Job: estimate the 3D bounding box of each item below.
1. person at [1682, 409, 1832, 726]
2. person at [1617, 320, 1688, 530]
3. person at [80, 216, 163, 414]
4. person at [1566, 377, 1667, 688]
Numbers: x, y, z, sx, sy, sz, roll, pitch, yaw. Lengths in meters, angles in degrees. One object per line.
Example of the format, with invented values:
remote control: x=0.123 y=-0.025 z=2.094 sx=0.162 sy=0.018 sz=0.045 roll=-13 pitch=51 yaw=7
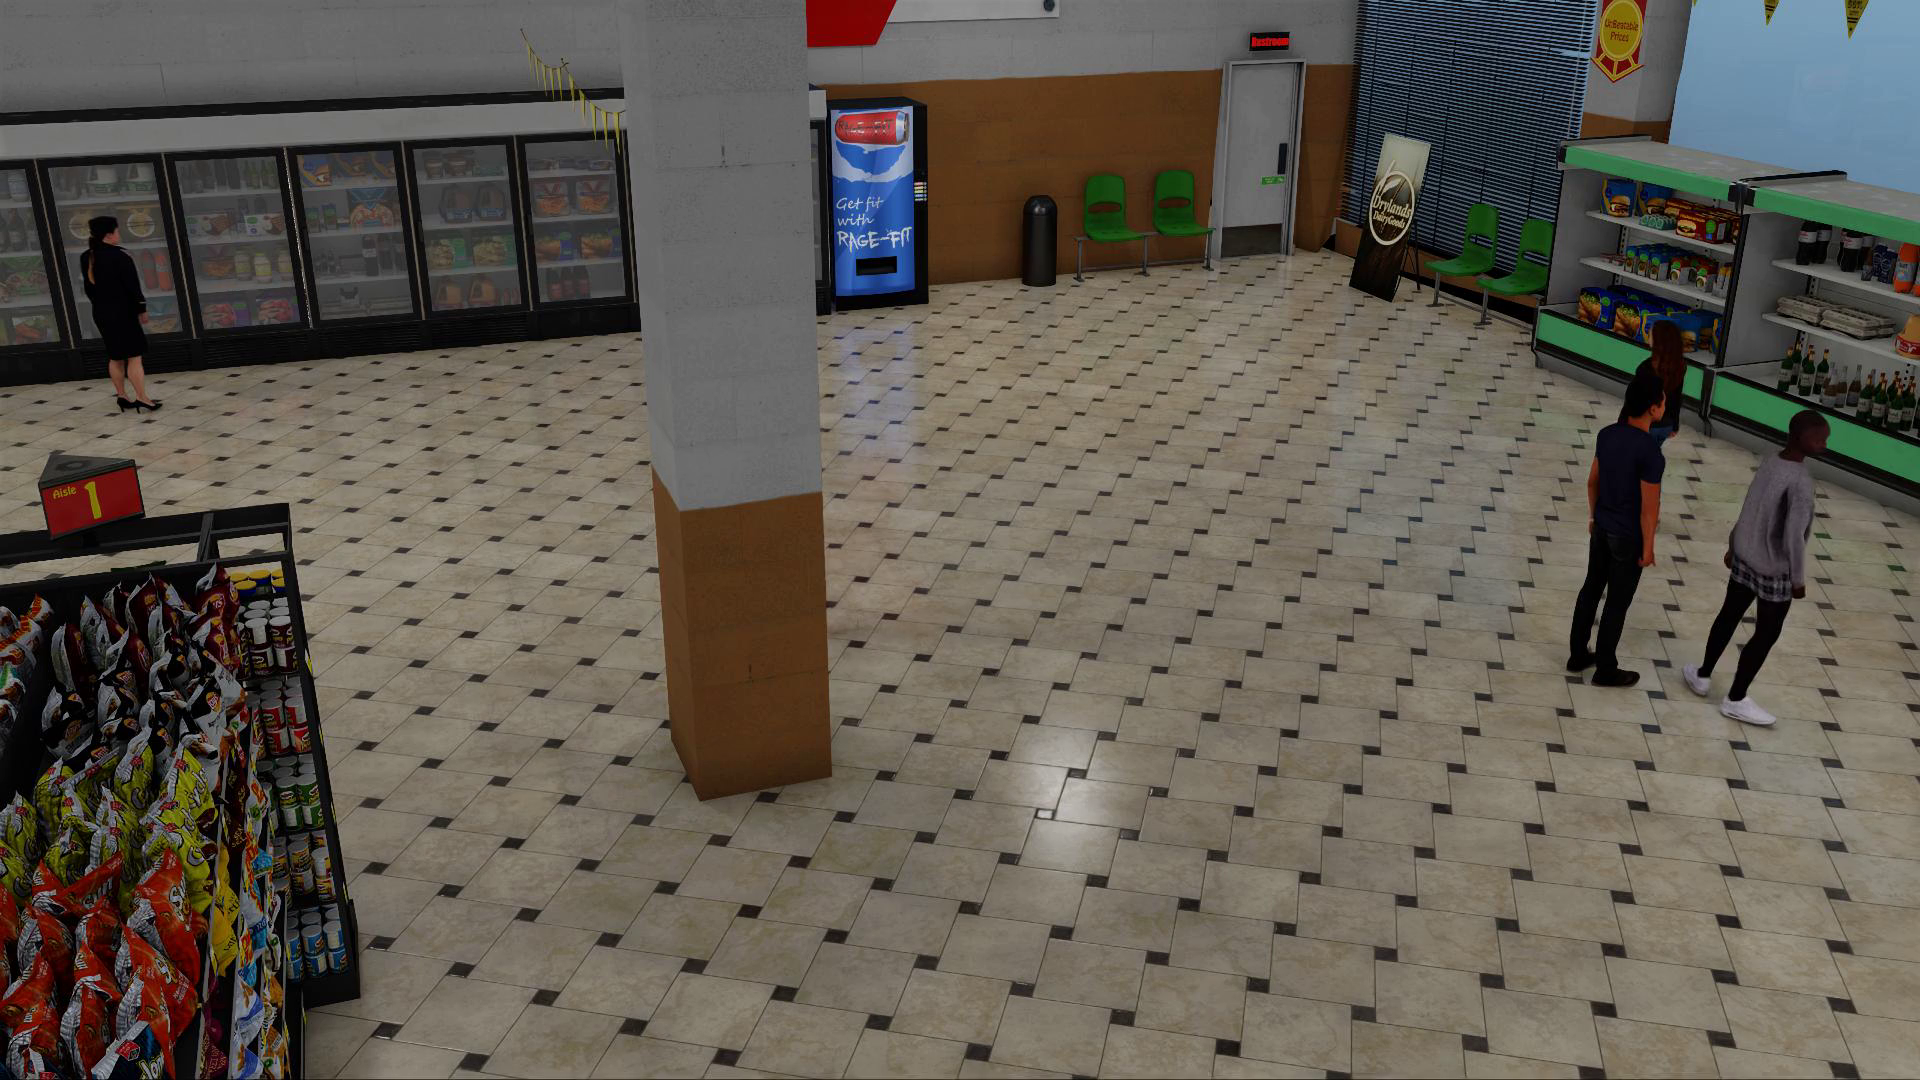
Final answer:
person: x=4.267 y=0.108 z=8.969 sx=0.934 sy=1.755 sz=0.621 roll=-6 pitch=23 yaw=-13
person: x=4.857 y=-0.784 z=11.586 sx=0.606 sy=1.459 sz=0.826 roll=-9 pitch=24 yaw=-21
person: x=-7.126 y=-1.895 z=14.069 sx=0.804 sy=1.669 sz=0.841 roll=7 pitch=23 yaw=17
person: x=3.685 y=-0.052 z=9.320 sx=0.706 sy=1.790 sz=0.444 roll=-8 pitch=23 yaw=-19
